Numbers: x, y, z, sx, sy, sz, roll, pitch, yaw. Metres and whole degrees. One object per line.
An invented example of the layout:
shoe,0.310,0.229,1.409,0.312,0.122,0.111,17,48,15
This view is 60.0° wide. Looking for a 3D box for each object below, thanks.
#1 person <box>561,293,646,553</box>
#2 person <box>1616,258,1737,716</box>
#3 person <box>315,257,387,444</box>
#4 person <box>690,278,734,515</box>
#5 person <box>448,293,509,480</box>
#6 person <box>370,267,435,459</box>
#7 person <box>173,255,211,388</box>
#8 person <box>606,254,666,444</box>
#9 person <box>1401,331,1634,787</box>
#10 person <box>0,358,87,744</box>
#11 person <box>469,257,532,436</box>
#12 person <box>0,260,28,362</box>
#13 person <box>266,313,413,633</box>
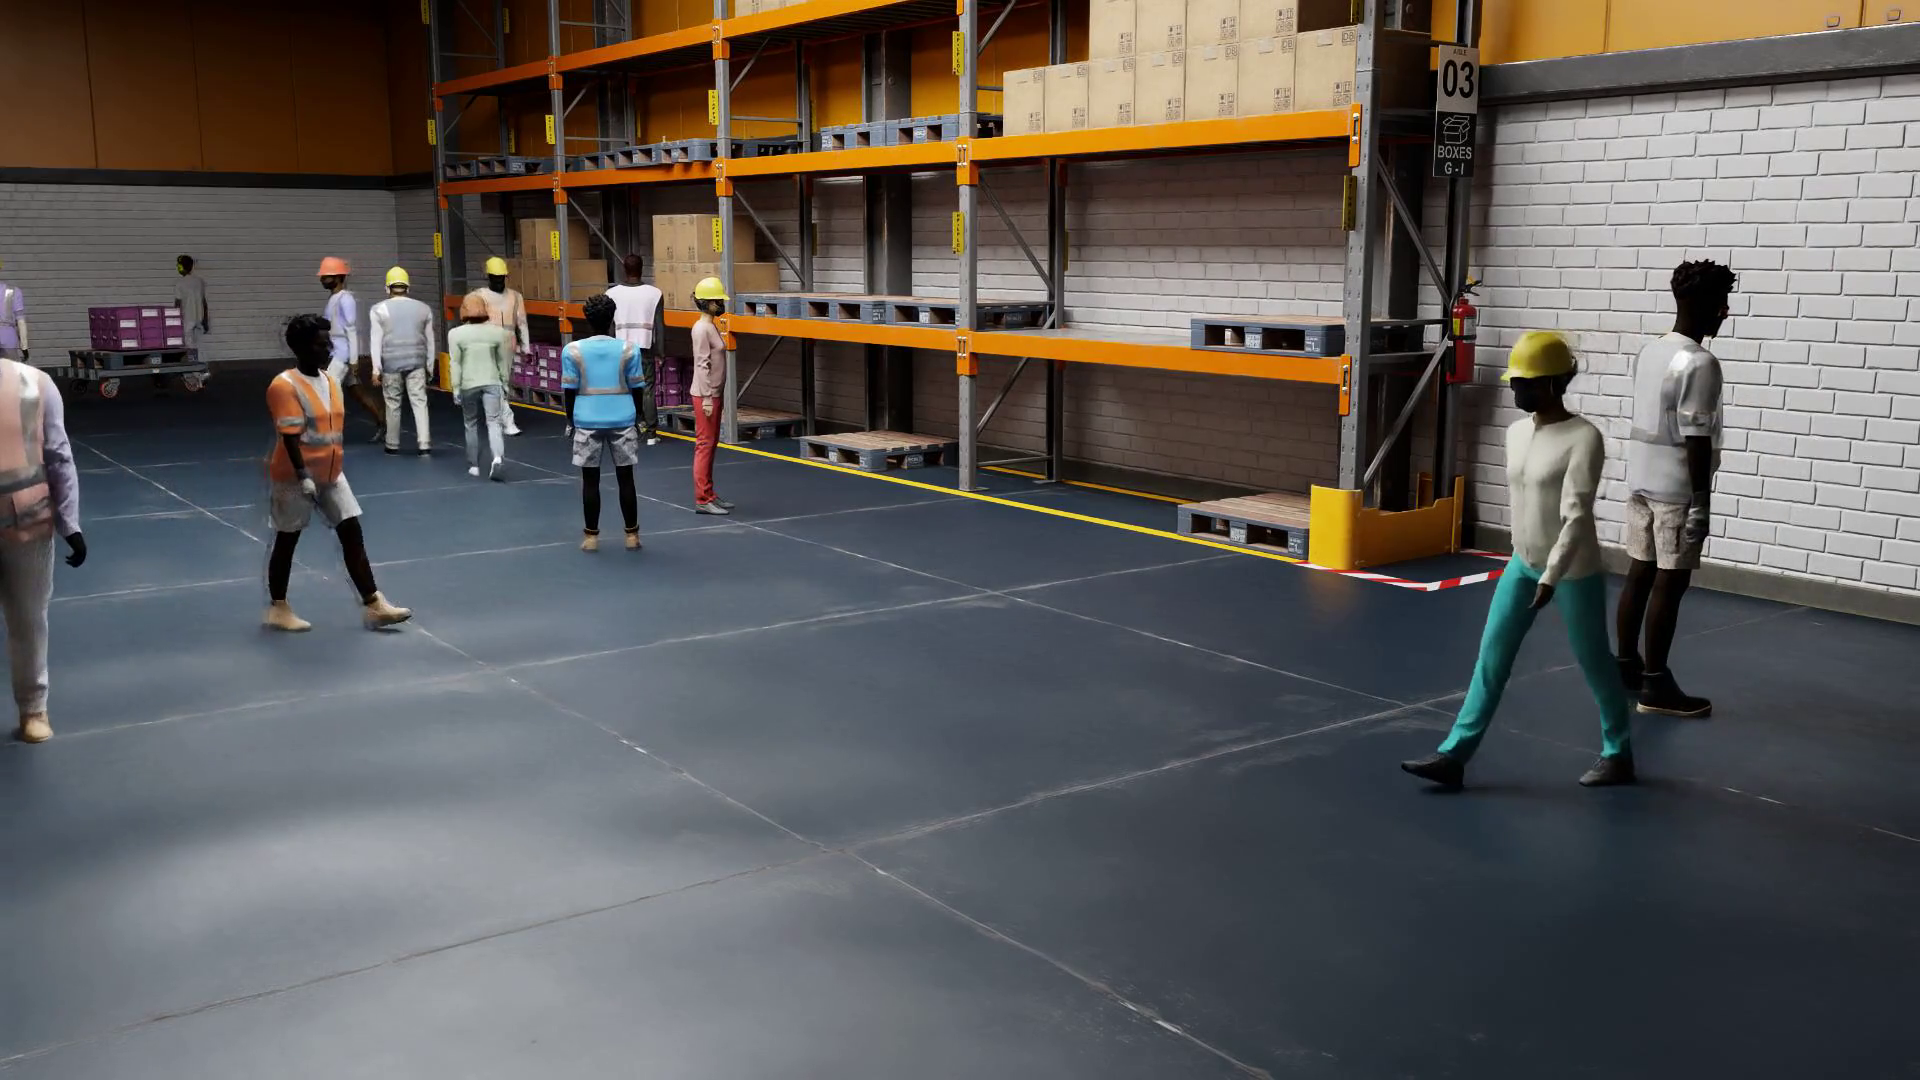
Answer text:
person,-2.327,-0.758,10.896,0.540,1.696,0.317,-3,10,-15
person,3.088,-0.223,7.175,0.374,1.958,0.599,-1,10,-3
person,-6.115,-1.865,16.552,0.954,1.902,0.551,-6,12,-32
person,-1.859,-1.075,12.480,0.310,1.768,0.533,0,10,0
person,-4.117,-1.315,14.291,0.502,1.610,0.795,-4,11,-22
person,-5.274,-1.668,15.724,0.619,1.825,0.567,-7,12,-33
person,-10.792,-3.050,23.287,0.386,1.855,0.548,4,11,23
person,-3.256,-1.910,16.752,0.592,1.912,0.383,-1,10,-6
person,2.143,0.095,6.098,0.938,1.708,0.529,-4,11,-21
person,-3.803,-0.037,6.532,0.627,1.838,0.579,-7,12,-35
person,-4.890,-2.059,17.690,0.604,1.877,0.984,-8,13,-38
person,-10.253,-2.087,17.699,0.591,1.926,0.387,-5,11,-25
person,-3.263,-0.322,8.559,0.829,1.662,0.544,4,11,19
